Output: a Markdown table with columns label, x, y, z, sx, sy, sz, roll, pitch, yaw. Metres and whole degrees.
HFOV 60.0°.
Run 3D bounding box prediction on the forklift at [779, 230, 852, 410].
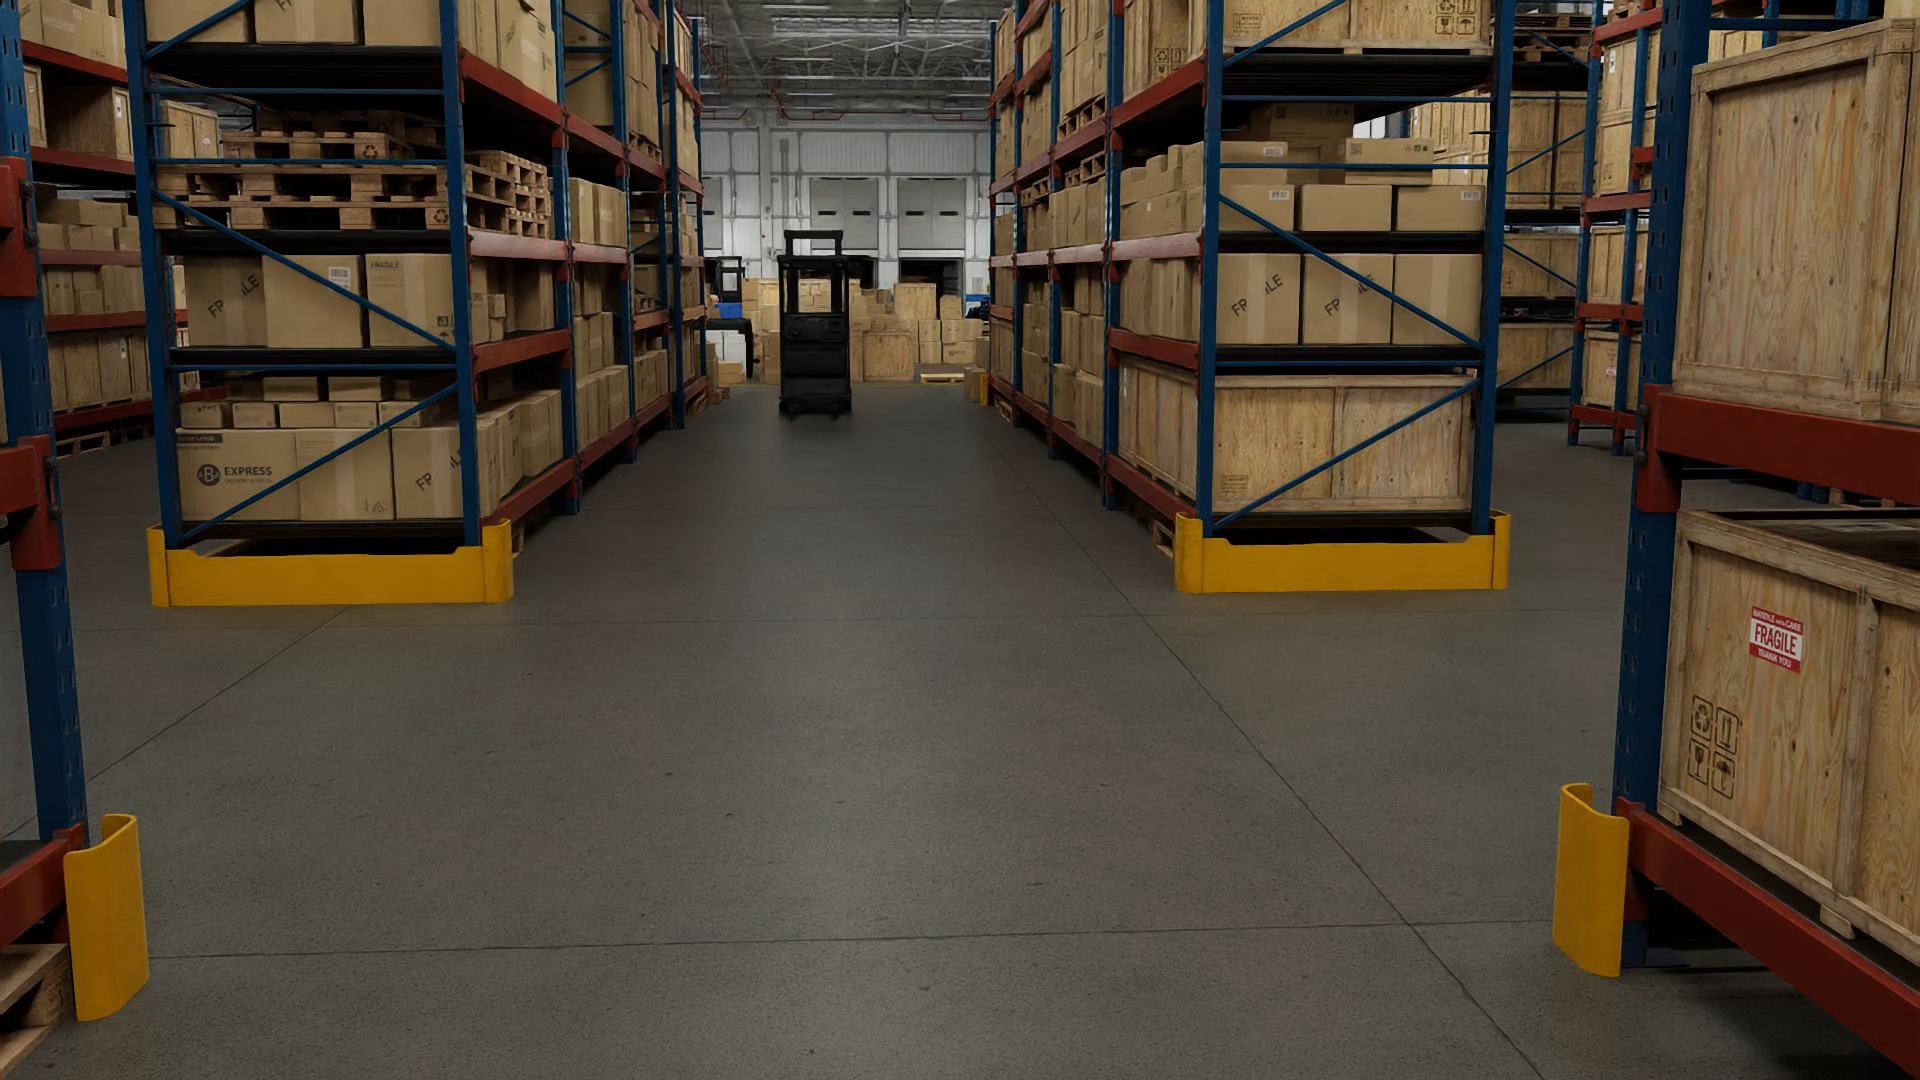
| label | x | y | z | sx | sy | sz | roll | pitch | yaw |
| --- | --- | --- | --- | --- | --- | --- | --- | --- | --- |
| forklift | -2.298 | -3.509 | 26.361 | 1.129 | 2.768 | 1.873 | -1 | 9 | -4 |

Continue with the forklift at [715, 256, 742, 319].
| label | x | y | z | sx | sy | sz | roll | pitch | yaw |
| --- | --- | --- | --- | --- | --- | --- | --- | --- | --- |
| forklift | -8.574 | -9.187 | 62.019 | 1.129 | 2.768 | 1.873 | -1 | 9 | -4 |

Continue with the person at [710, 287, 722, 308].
| label | x | y | z | sx | sy | sz | roll | pitch | yaw |
| --- | --- | --- | --- | --- | --- | --- | --- | --- | --- |
| person | -9.106 | -8.605 | 62.079 | 0.531 | 1.692 | 0.320 | 1 | 9 | 7 |

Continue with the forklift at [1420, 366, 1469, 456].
| label | x | y | z | sx | sy | sz | roll | pitch | yaw |
| --- | --- | --- | --- | --- | --- | --- | --- | --- | --- |
| forklift | 4.846 | -2.257 | 18.500 | 1.129 | 2.768 | 1.873 | 7 | 11 | 36 |

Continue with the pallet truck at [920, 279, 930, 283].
| label | x | y | z | sx | sy | sz | roll | pitch | yaw |
| --- | --- | --- | --- | --- | --- | --- | --- | --- | --- |
| pallet truck | -0.932 | -8.922 | 63.114 | 1.885 | 1.965 | 0.823 | 2 | 9 | 13 |

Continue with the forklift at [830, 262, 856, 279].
| label | x | y | z | sx | sy | sz | roll | pitch | yaw |
| --- | --- | --- | --- | --- | --- | --- | --- | --- | --- |
| forklift | -4.114 | -8.592 | 58.281 | 1.129 | 2.768 | 1.873 | -6 | 11 | -31 |
